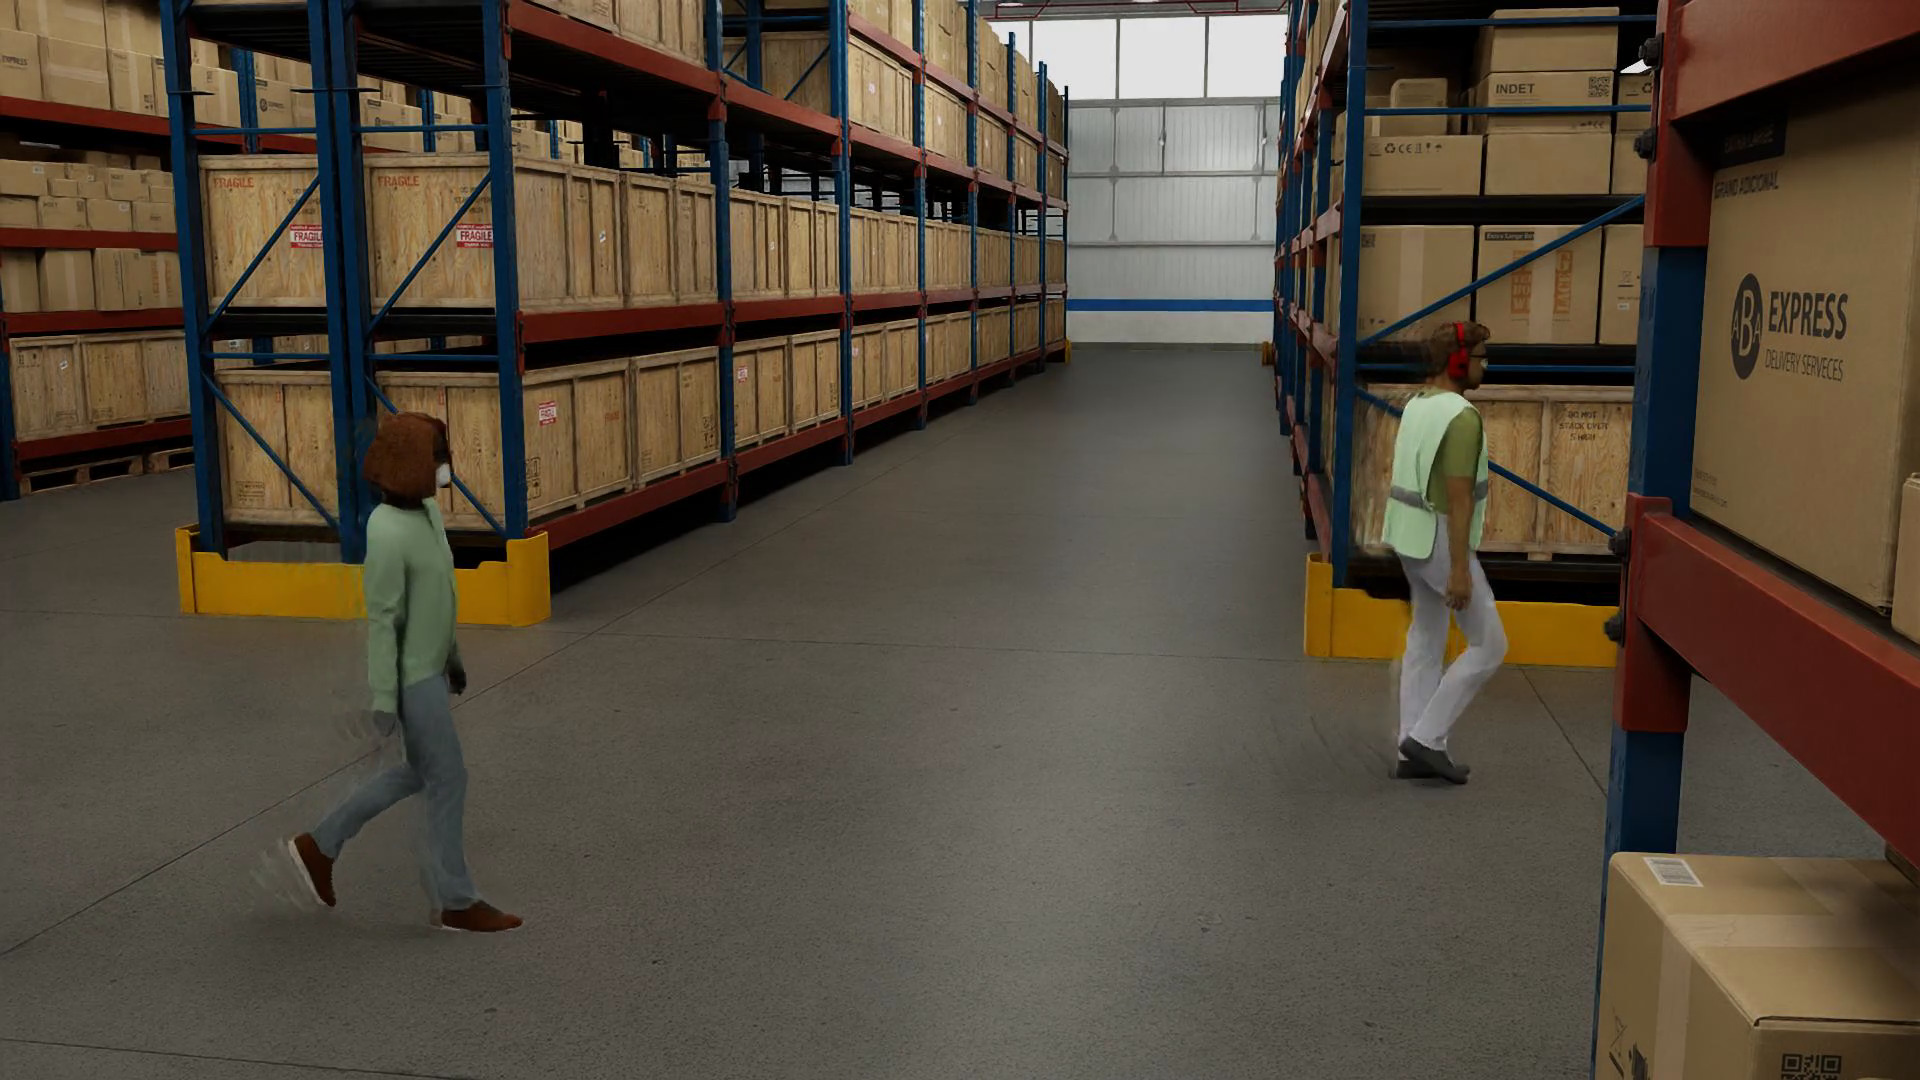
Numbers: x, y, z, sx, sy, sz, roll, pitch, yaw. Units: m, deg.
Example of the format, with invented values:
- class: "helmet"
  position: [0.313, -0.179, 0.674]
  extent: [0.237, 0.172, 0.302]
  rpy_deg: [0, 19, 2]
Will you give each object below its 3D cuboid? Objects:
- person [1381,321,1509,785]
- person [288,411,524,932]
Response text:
- class: "person"
  position: [1.904, 0.062, 6.537]
  extent: [0.451, 1.829, 0.610]
  rpy_deg: [-1, 9, -6]
- class: "person"
  position: [-1.722, 0.410, 5.053]
  extent: [0.663, 1.616, 0.497]
  rpy_deg: [-1, 9, -5]
